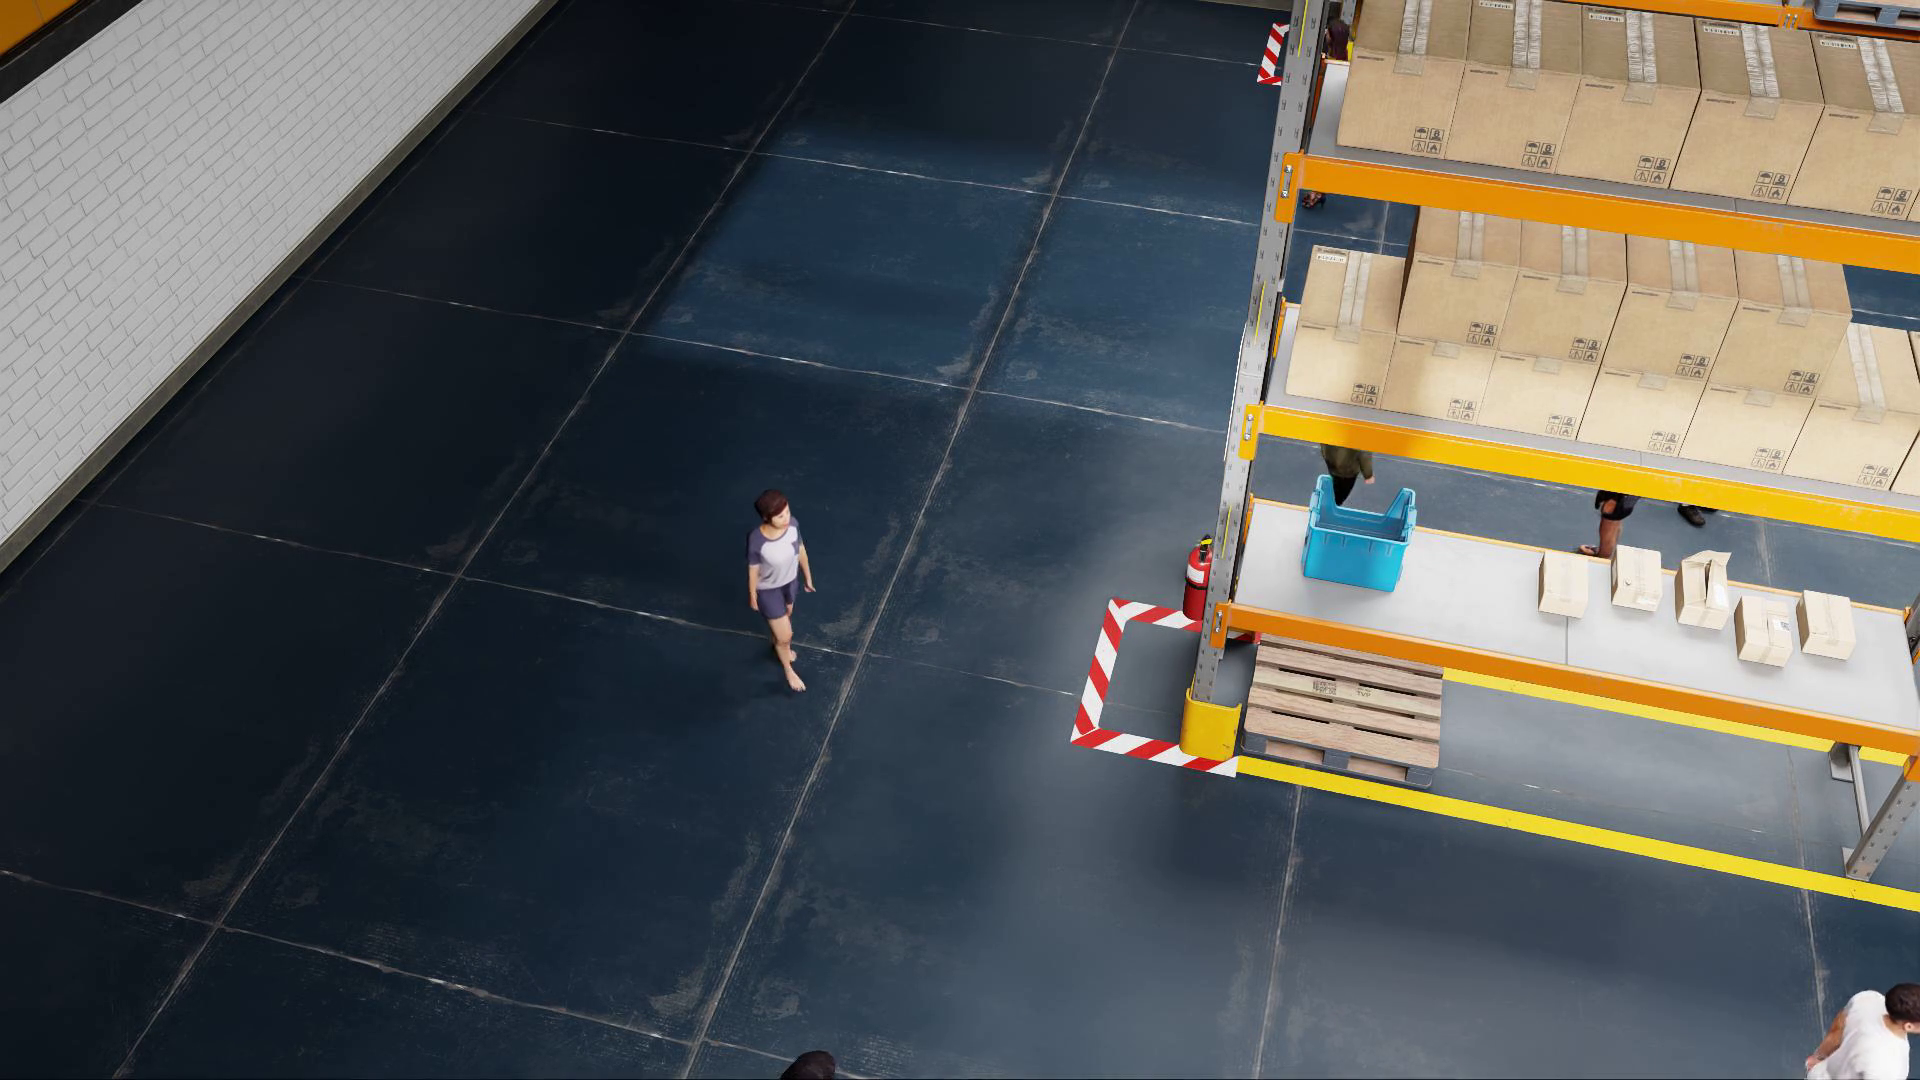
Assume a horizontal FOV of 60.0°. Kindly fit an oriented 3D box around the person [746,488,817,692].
[{"bbox_3d":[-1.233,0.236,10.722,0.825,1.548,0.735,32,52,29],"label":"person"}]

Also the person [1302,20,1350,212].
[{"bbox_3d":[3.284,-3.701,14.673,0.688,1.799,0.695,20,47,20],"label":"person"}]

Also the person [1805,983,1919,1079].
[{"bbox_3d":[4.132,2.648,7.975,0.765,1.845,0.712,16,46,16],"label":"person"}]

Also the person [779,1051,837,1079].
[{"bbox_3d":[-0.762,3.012,7.725,0.932,1.663,0.858,17,46,17],"label":"person"}]
